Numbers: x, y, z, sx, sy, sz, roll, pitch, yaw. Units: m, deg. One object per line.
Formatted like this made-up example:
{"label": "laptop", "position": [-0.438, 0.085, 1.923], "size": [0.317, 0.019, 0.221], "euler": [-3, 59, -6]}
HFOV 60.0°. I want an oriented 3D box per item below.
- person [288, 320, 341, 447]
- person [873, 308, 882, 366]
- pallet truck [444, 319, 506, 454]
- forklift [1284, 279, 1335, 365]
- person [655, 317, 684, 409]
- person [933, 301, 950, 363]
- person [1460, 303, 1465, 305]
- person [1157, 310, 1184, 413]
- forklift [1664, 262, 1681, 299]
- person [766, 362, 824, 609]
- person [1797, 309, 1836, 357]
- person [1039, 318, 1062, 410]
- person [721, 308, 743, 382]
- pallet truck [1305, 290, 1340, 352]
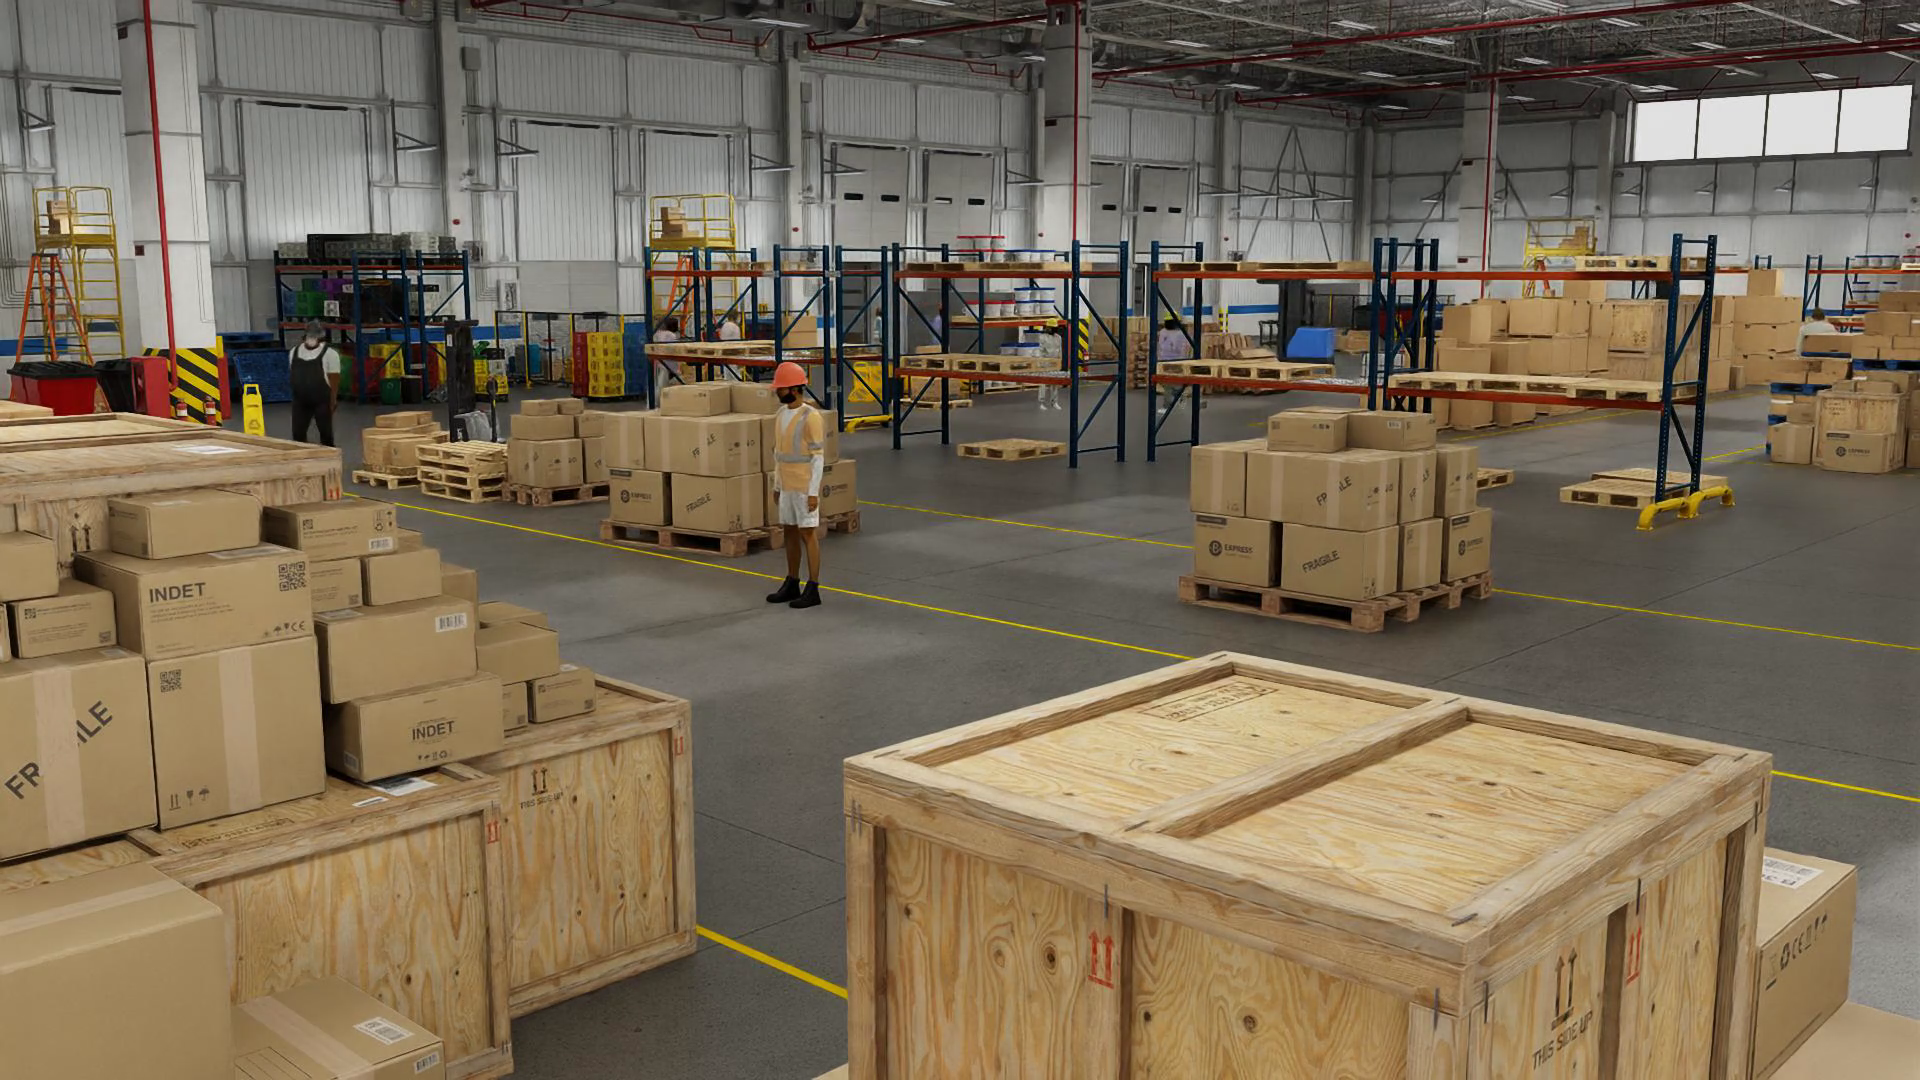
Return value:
{"label": "person", "position": [-8.396, -1.858, 21.503], "size": [0.702, 2.000, 0.977], "euler": [1, 9, 4]}
{"label": "person", "position": [-2.163, -5.383, 44.390], "size": [0.313, 1.632, 0.520], "euler": [-2, 9, -9]}
{"label": "pallet truck", "position": [-6.981, -1.942, 22.150], "size": [1.885, 1.965, 0.823], "euler": [1, 9, 9]}
{"label": "forklift", "position": [9.036, -6.034, 44.542], "size": [1.873, 2.768, 1.129], "euler": [4, 10, 25]}
{"label": "person", "position": [-5.187, -3.082, 29.779], "size": [0.955, 1.800, 0.634], "euler": [-6, 11, -33]}
{"label": "person", "position": [-0.464, -4.621, 38.839], "size": [0.444, 1.946, 0.550], "euler": [2, 9, 11]}
{"label": "person", "position": [14.609, -6.048, 48.357], "size": [0.544, 1.647, 0.859], "euler": [0, 9, 2]}
{"label": "person", "position": [3.907, -3.305, 30.764], "size": [0.663, 1.912, 0.599], "euler": [-7, 11, -36]}
{"label": "forklift", "position": [19.278, -6.118, 45.054], "size": [1.873, 2.768, 1.129], "euler": [3, 10, 17]}
{"label": "person", "position": [-1.299, -0.427, 13.067], "size": [0.376, 1.932, 0.543], "euler": [-8, 12, -40]}
{"label": "person", "position": [16.641, -3.552, 32.375], "size": [0.650, 1.886, 1.015], "euler": [5, 10, 26]}
{"label": "person", "position": [1.725, -3.327, 31.456], "size": [0.487, 1.736, 0.324], "euler": [-5, 11, -28]}
{"label": "person", "position": [-4.232, -3.348, 31.037], "size": [0.431, 1.924, 0.667], "euler": [-5, 11, -28]}
{"label": "pallet truck", "position": [11.297, -6.951, 52.861], "size": [1.885, 1.965, 0.823], "euler": [-5, 11, -29]}
